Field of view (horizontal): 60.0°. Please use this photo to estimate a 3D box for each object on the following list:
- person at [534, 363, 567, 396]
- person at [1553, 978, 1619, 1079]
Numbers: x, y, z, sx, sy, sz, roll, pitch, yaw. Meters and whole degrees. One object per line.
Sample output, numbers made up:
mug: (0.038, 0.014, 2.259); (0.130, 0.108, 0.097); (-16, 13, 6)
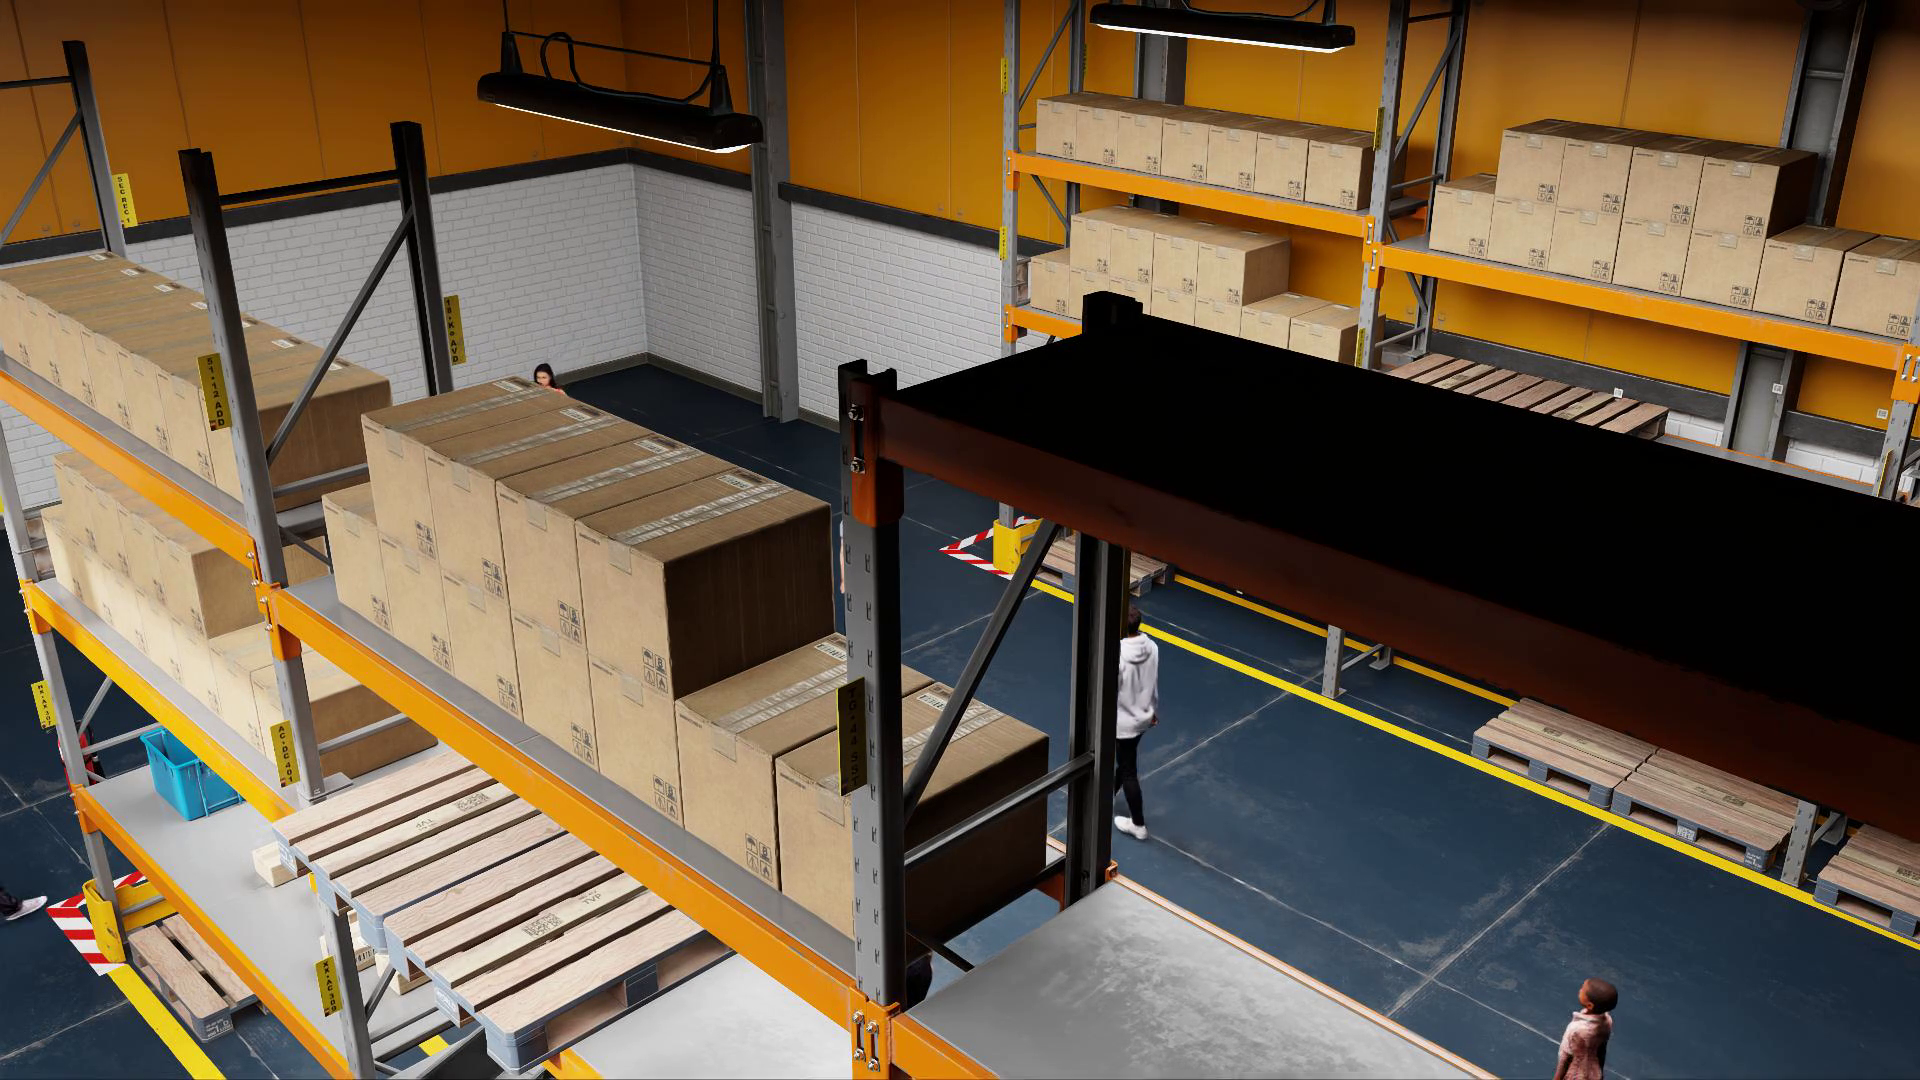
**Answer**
person: (-4.545, -1.167, 18.599); (0.872, 1.700, 0.934); (0, 24, 0)
person: (3.557, 3.071, 9.413); (0.547, 1.293, 0.898); (-18, 30, -36)
